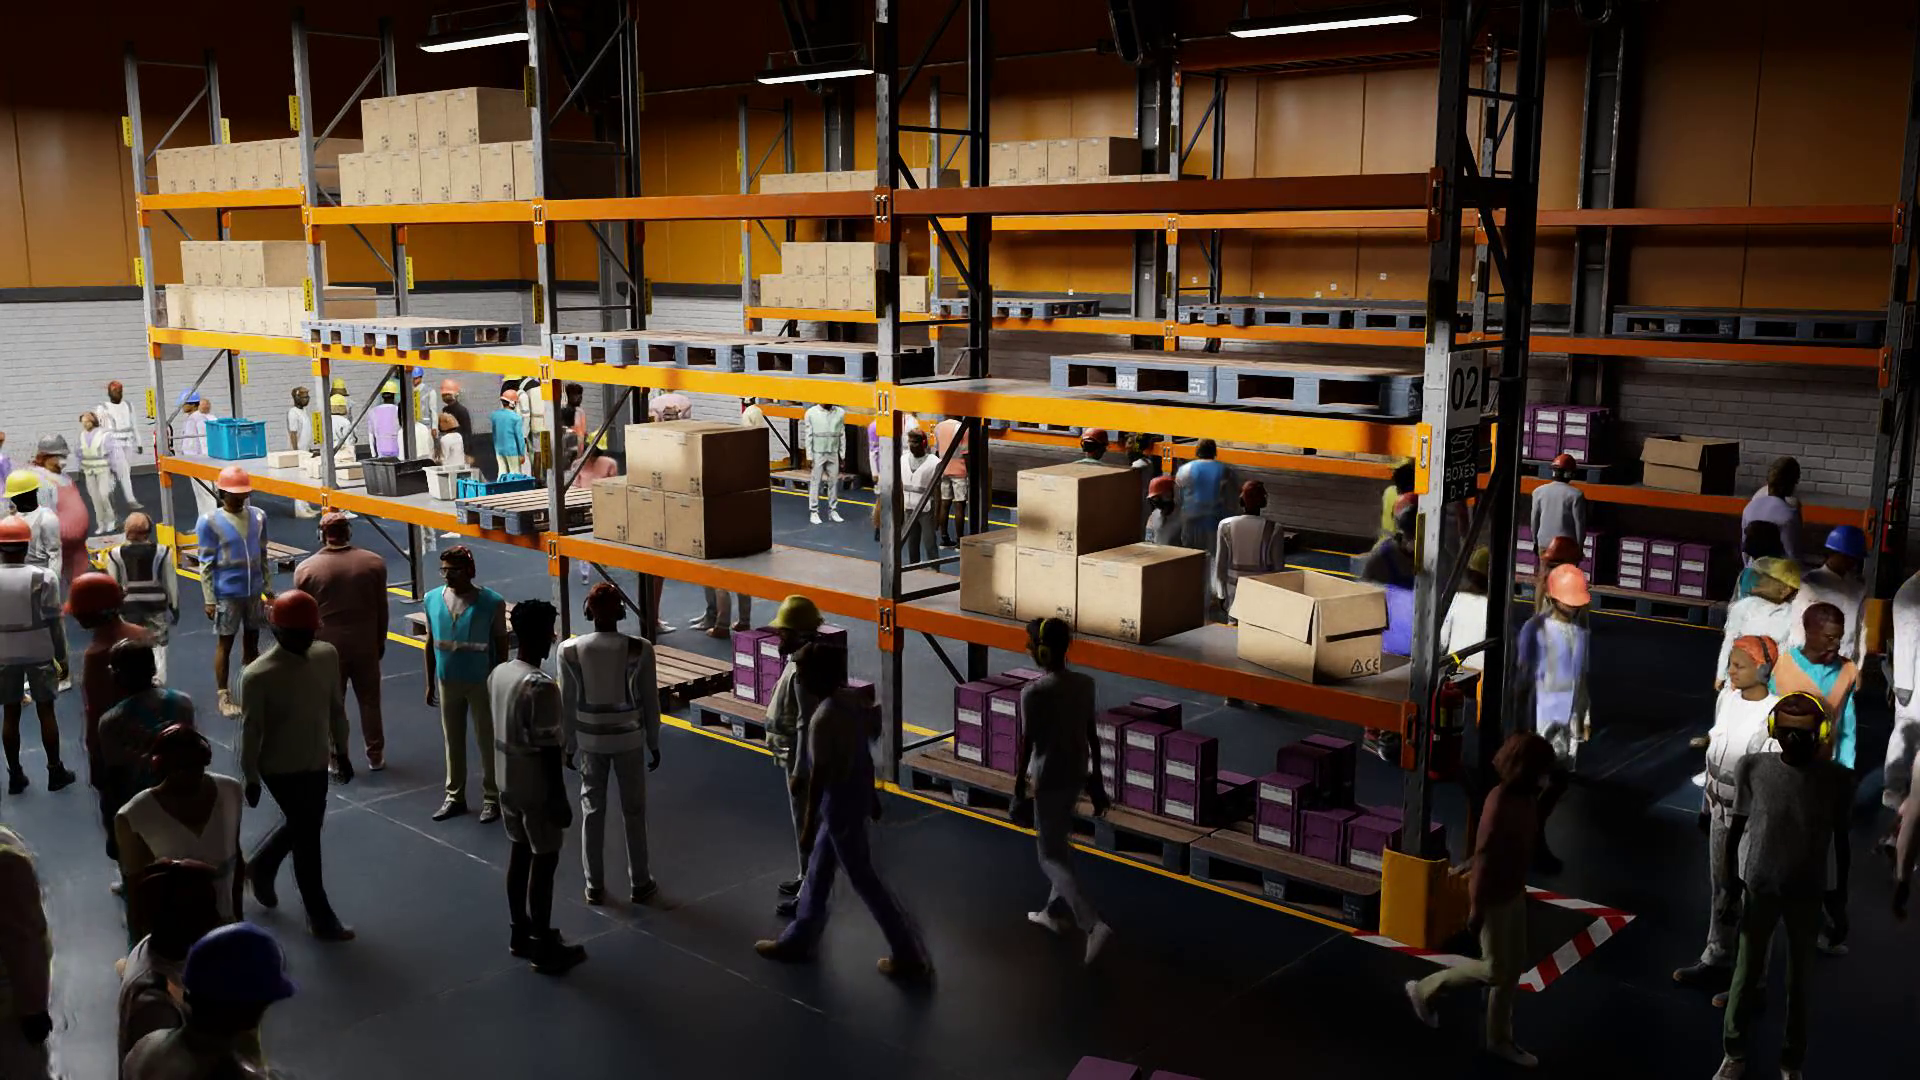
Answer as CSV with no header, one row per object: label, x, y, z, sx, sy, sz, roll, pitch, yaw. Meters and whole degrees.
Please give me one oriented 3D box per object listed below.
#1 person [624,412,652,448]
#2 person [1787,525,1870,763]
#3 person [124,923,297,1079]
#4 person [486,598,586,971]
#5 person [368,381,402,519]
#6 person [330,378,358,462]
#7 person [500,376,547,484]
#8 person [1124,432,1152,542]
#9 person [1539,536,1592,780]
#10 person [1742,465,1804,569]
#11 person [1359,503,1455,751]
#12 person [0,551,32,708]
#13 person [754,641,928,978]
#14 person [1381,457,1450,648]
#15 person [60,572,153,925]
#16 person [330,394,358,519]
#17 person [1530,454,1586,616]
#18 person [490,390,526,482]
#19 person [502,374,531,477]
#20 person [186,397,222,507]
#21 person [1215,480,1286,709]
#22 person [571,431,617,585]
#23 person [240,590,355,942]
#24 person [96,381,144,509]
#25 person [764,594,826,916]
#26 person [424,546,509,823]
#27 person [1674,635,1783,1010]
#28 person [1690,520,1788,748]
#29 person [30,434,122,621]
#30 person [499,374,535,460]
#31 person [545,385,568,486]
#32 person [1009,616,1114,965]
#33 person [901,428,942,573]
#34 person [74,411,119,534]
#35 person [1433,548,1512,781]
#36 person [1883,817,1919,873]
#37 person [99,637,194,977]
person,-3.907,-0.743,20.727,0.566,1.744,0.354,7,12,33
person,5.825,0.847,11.205,0.641,1.936,0.442,-3,11,-18
person,-2.082,2.012,4.686,0.661,1.919,0.481,7,12,33
person,-2.239,1.274,8.743,0.386,1.955,0.612,-9,13,-40
person,-7.876,-1.236,23.035,0.585,1.918,0.394,1,10,5
person,-9.575,-1.627,25.733,0.492,1.742,0.319,-4,11,-23
person,-6.910,-1.909,26.483,0.683,2.000,0.538,1,10,8
person,1.837,-0.214,17.408,0.352,1.866,0.553,4,11,19
person,4.231,0.834,11.782,0.327,1.753,0.560,0,10,-2
person,6.909,0.323,14.153,0.372,1.940,0.632,-3,10,-16
person,3.238,0.632,12.120,0.694,2.000,0.990,0,10,1
person,-7.873,0.485,13.496,0.513,1.846,0.333,-4,11,-19
person,-0.594,1.389,8.593,0.962,1.784,0.557,2,10,13
person,4.191,0.131,15.409,0.906,1.887,0.593,-5,11,-24
person,-4.696,1.139,9.449,0.544,1.982,0.759,-1,10,-4
person,-8.622,-1.157,23.101,0.480,1.733,0.337,4,11,21
person,5.916,0.020,16.418,0.338,1.742,0.563,-9,14,-43
person,-6.435,-1.283,23.804,0.575,1.738,0.351,5,11,27
person,-6.751,-1.646,25.319,0.377,1.925,0.594,-7,12,-36
person,-10.789,-1.228,23.813,0.550,1.621,0.357,-6,12,-29
person,2.380,0.449,13.605,0.584,1.879,0.346,5,11,27
person,-4.147,-0.402,18.872,0.527,1.719,0.792,-3,10,-16
person,-3.729,1.201,9.162,0.892,1.956,0.629,5,11,25
person,-12.210,-1.386,24.052,0.849,1.859,0.626,4,11,24
person,-0.903,1.209,9.443,0.404,1.831,0.600,0,10,-2
person,-3.239,0.937,10.945,0.570,1.843,0.372,2,10,10
person,3.893,1.390,8.281,0.347,1.882,0.584,-2,10,-11
person,5.869,0.754,12.119,0.907,1.809,0.634,9,13,41
person,-8.599,-0.055,16.004,1.008,2.000,0.706,0,10,-3
person,-7.608,-2.284,28.598,0.607,2.044,0.378,-1,10,-5
person,-6.370,-1.787,26.235,0.341,1.882,0.587,5,11,25
person,0.563,1.316,8.841,0.543,1.844,0.795,-8,13,-39
person,-0.417,-0.300,17.978,0.561,1.836,0.392,7,12,35
person,-11.316,-0.874,21.789,0.548,1.621,0.393,1,10,6
person,3.549,0.899,11.490,0.612,1.729,0.580,1,10,6
person,5.997,1.089,9.940,0.844,1.888,0.594,-2,10,-9
person,-4.063,1.393,8.448,0.694,1.828,0.521,6,11,28
